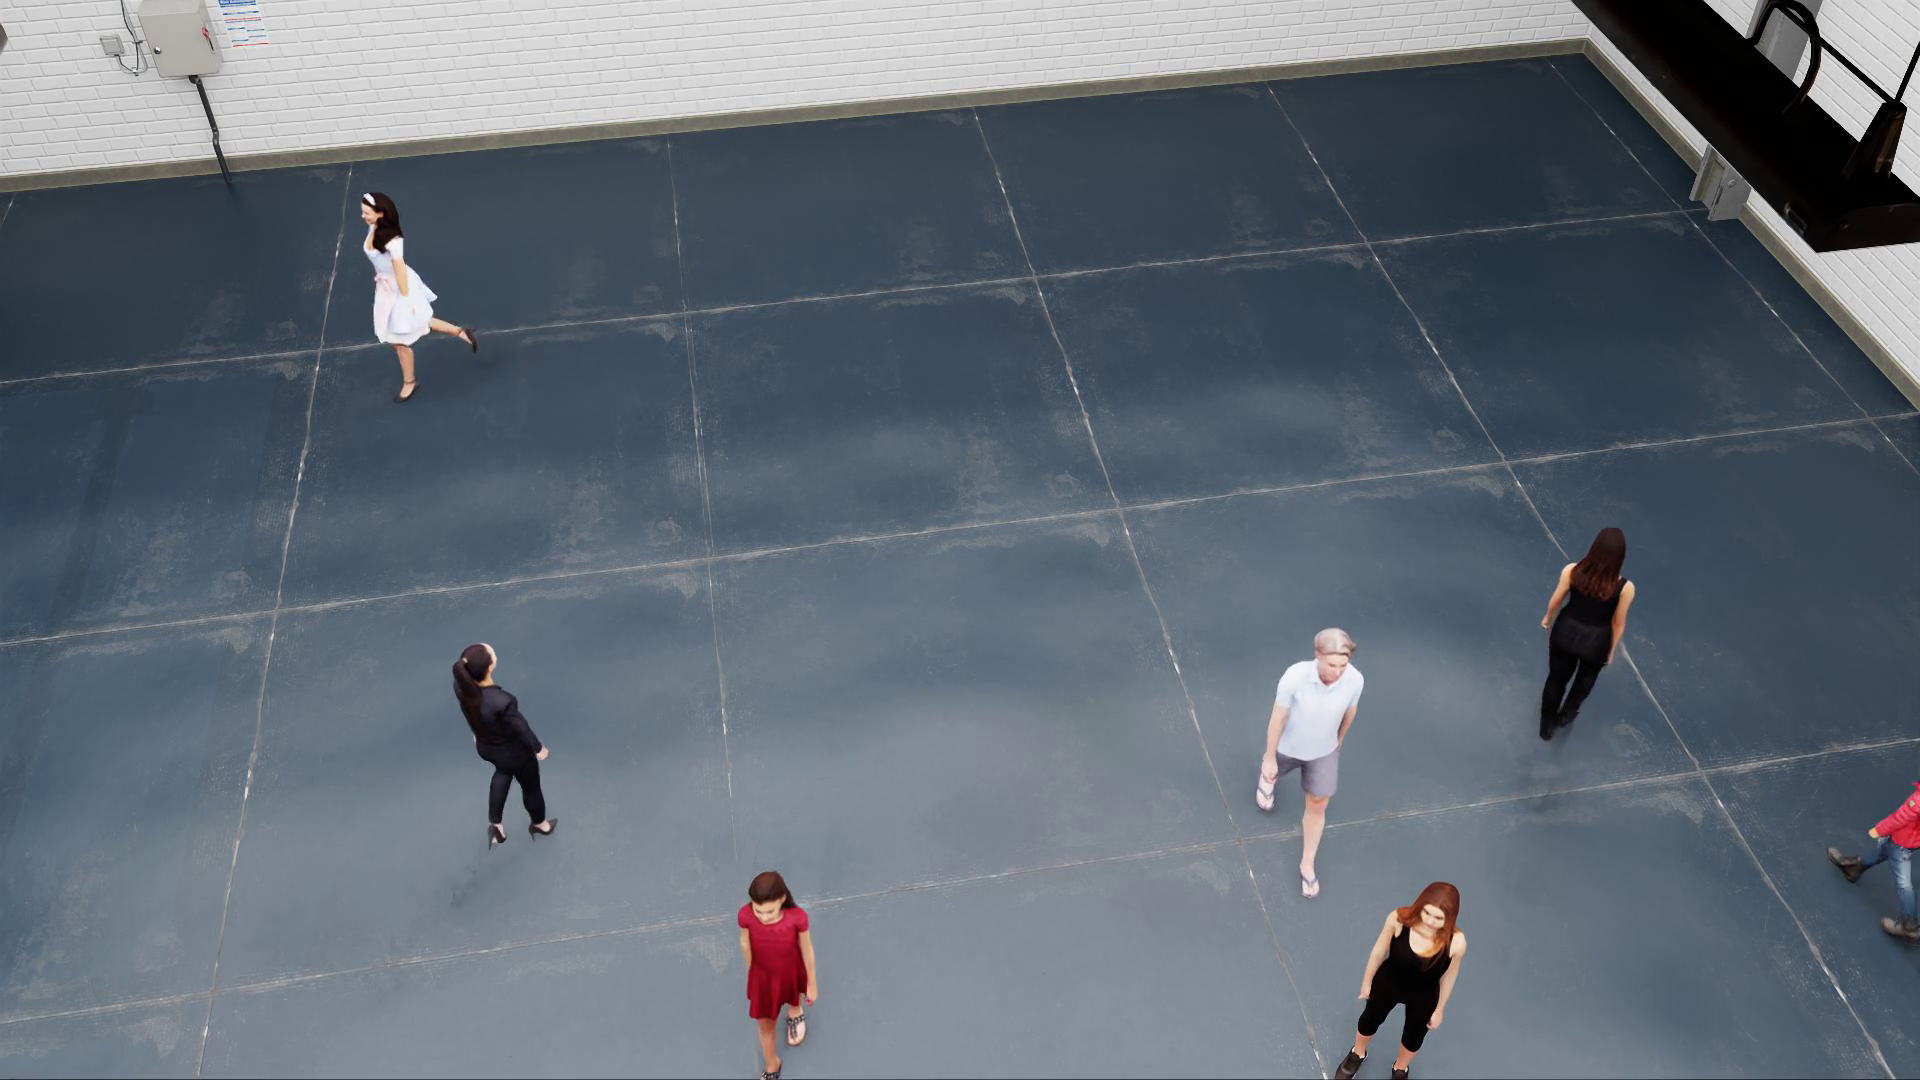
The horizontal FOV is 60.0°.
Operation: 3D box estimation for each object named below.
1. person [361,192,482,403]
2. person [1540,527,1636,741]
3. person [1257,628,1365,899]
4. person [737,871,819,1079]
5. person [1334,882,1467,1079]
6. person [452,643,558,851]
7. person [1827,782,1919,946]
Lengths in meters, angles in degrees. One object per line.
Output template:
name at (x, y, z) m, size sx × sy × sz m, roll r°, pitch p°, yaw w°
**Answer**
person at (-4.149, -1.858, 12.582) m, size 1.005 × 1.799 × 1.094 m, roll -27°, pitch 50°, yaw -26°
person at (3.733, 0.636, 10.049) m, size 0.755 × 1.681 × 0.806 m, roll 21°, pitch 48°, yaw 21°
person at (1.941, 1.086, 9.498) m, size 0.839 × 1.789 × 1.225 m, roll 1°, pitch 44°, yaw 2°
person at (-0.917, 2.121, 8.598) m, size 0.590 × 1.533 × 0.840 m, roll -3°, pitch 44°, yaw -3°
person at (2.243, 2.244, 8.328) m, size 0.652 × 1.726 × 0.684 m, roll 19°, pitch 47°, yaw 19°
person at (-2.606, 1.221, 9.418) m, size 0.767 × 1.704 × 0.826 m, roll 24°, pitch 49°, yaw 23°
person at (5.318, 1.708, 9.213) m, size 0.690 × 1.283 × 0.988 m, roll -20°, pitch 47°, yaw -20°
